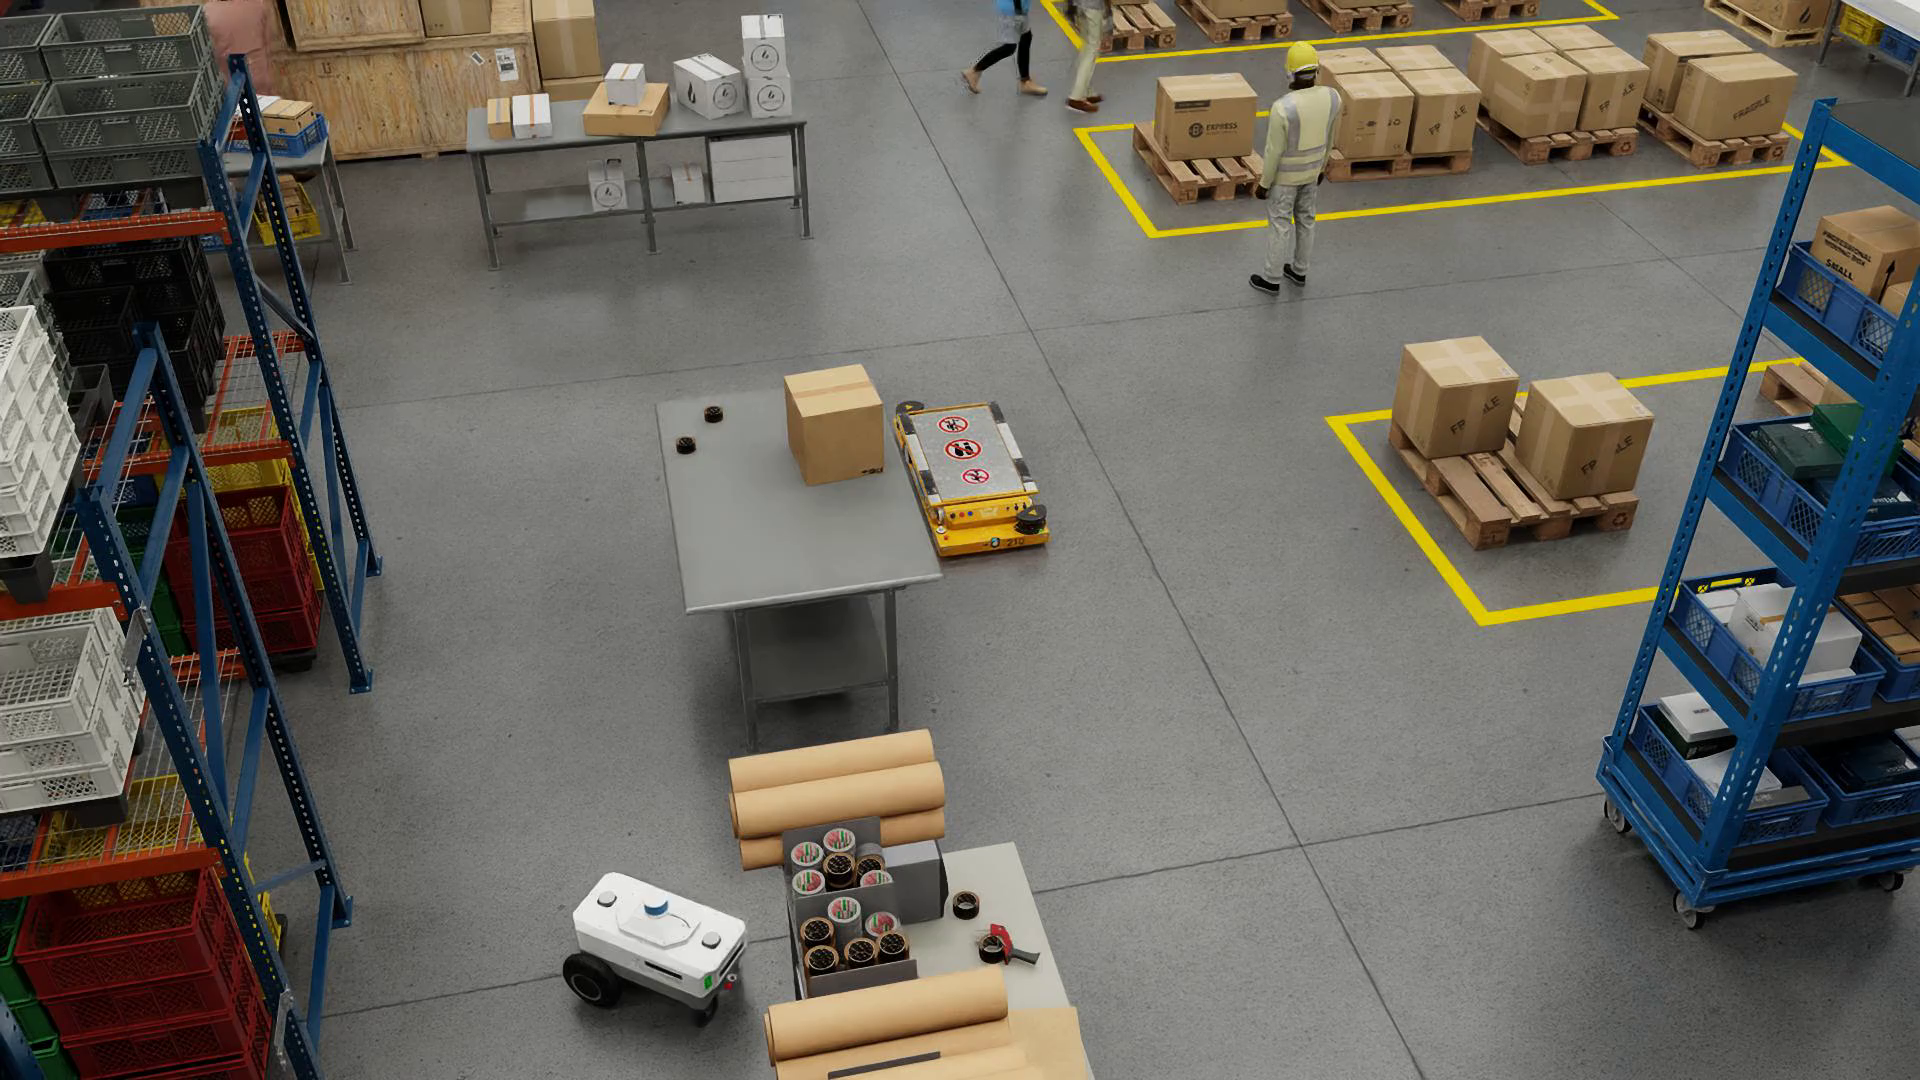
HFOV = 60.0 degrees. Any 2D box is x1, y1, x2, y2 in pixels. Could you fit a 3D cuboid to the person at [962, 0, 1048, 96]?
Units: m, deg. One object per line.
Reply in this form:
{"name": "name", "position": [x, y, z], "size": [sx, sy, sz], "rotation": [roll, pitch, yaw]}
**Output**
{"name": "person", "position": [0.407, -4.730, 14.714], "size": [0.726, 1.676, 0.538], "rotation": [3, 37, 4]}

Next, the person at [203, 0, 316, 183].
{"name": "person", "position": [-5.690, -3.628, 13.093], "size": [0.634, 1.856, 0.683], "rotation": [18, 40, 23]}

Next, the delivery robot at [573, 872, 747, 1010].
{"name": "delivery robot", "position": [-1.252, 1.664, 6.983], "size": [0.707, 0.478, 0.477], "rotation": [16, 39, 20]}

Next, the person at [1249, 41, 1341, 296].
{"name": "person", "position": [2.345, -2.609, 11.747], "size": [0.588, 1.822, 0.403], "rotation": [-19, 41, -23]}

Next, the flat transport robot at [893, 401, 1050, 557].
{"name": "flat transport robot", "position": [0.046, -0.430, 10.108], "size": [0.652, 0.197, 1.431], "rotation": [-8, 37, -10]}

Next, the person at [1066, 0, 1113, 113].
{"name": "person", "position": [1.129, -4.656, 14.474], "size": [0.412, 1.878, 0.562], "rotation": [-22, 42, -27]}
